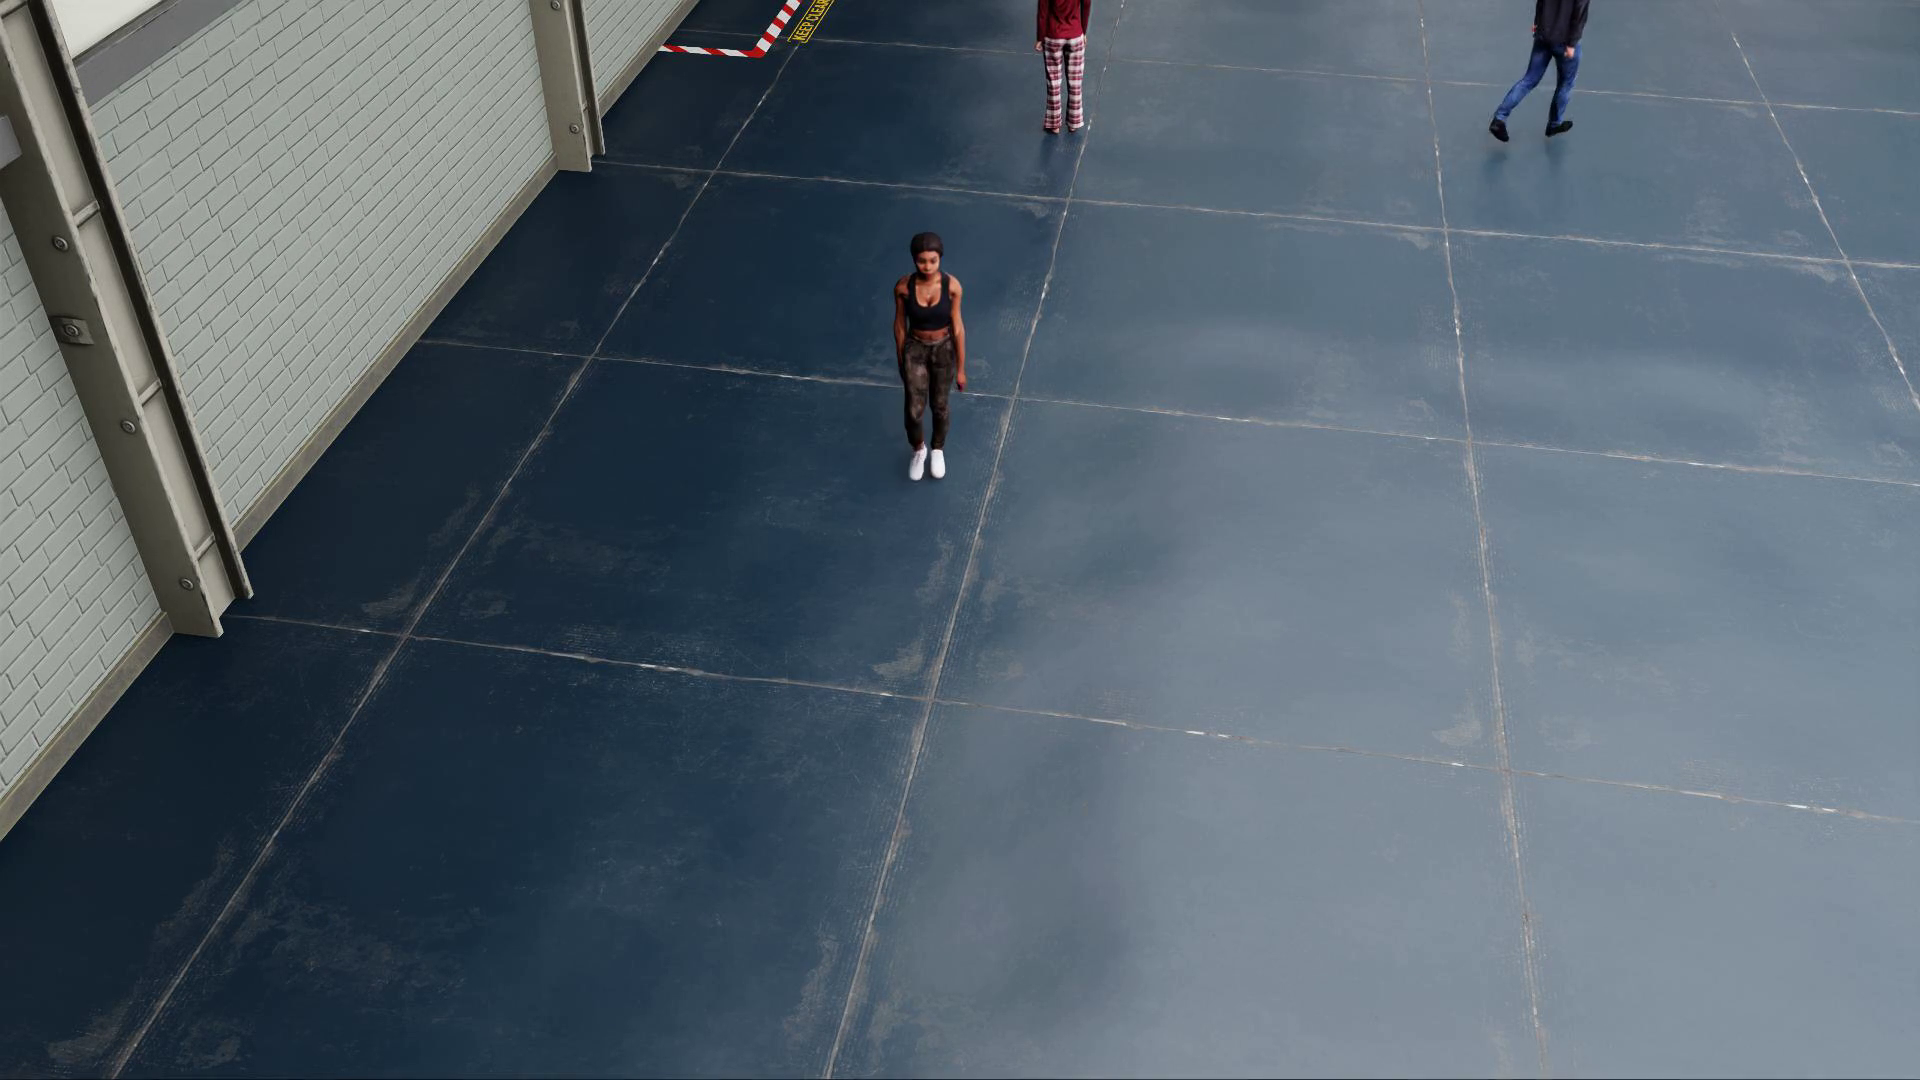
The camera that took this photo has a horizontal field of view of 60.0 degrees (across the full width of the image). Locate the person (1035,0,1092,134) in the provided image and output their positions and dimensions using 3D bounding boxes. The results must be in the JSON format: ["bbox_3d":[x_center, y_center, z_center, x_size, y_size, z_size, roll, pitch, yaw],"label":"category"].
[{"bbox_3d":[0.880,-4.295,14.114,0.678,1.709,0.626,-7,39,-9],"label":"person"}]

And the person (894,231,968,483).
[{"bbox_3d":[-0.177,-1.145,10.110,0.648,1.682,0.690,-2,38,-2],"label":"person"}]

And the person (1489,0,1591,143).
[{"bbox_3d":[4.894,-4.175,13.839,1.212,1.860,1.196,-21,42,-24],"label":"person"}]
